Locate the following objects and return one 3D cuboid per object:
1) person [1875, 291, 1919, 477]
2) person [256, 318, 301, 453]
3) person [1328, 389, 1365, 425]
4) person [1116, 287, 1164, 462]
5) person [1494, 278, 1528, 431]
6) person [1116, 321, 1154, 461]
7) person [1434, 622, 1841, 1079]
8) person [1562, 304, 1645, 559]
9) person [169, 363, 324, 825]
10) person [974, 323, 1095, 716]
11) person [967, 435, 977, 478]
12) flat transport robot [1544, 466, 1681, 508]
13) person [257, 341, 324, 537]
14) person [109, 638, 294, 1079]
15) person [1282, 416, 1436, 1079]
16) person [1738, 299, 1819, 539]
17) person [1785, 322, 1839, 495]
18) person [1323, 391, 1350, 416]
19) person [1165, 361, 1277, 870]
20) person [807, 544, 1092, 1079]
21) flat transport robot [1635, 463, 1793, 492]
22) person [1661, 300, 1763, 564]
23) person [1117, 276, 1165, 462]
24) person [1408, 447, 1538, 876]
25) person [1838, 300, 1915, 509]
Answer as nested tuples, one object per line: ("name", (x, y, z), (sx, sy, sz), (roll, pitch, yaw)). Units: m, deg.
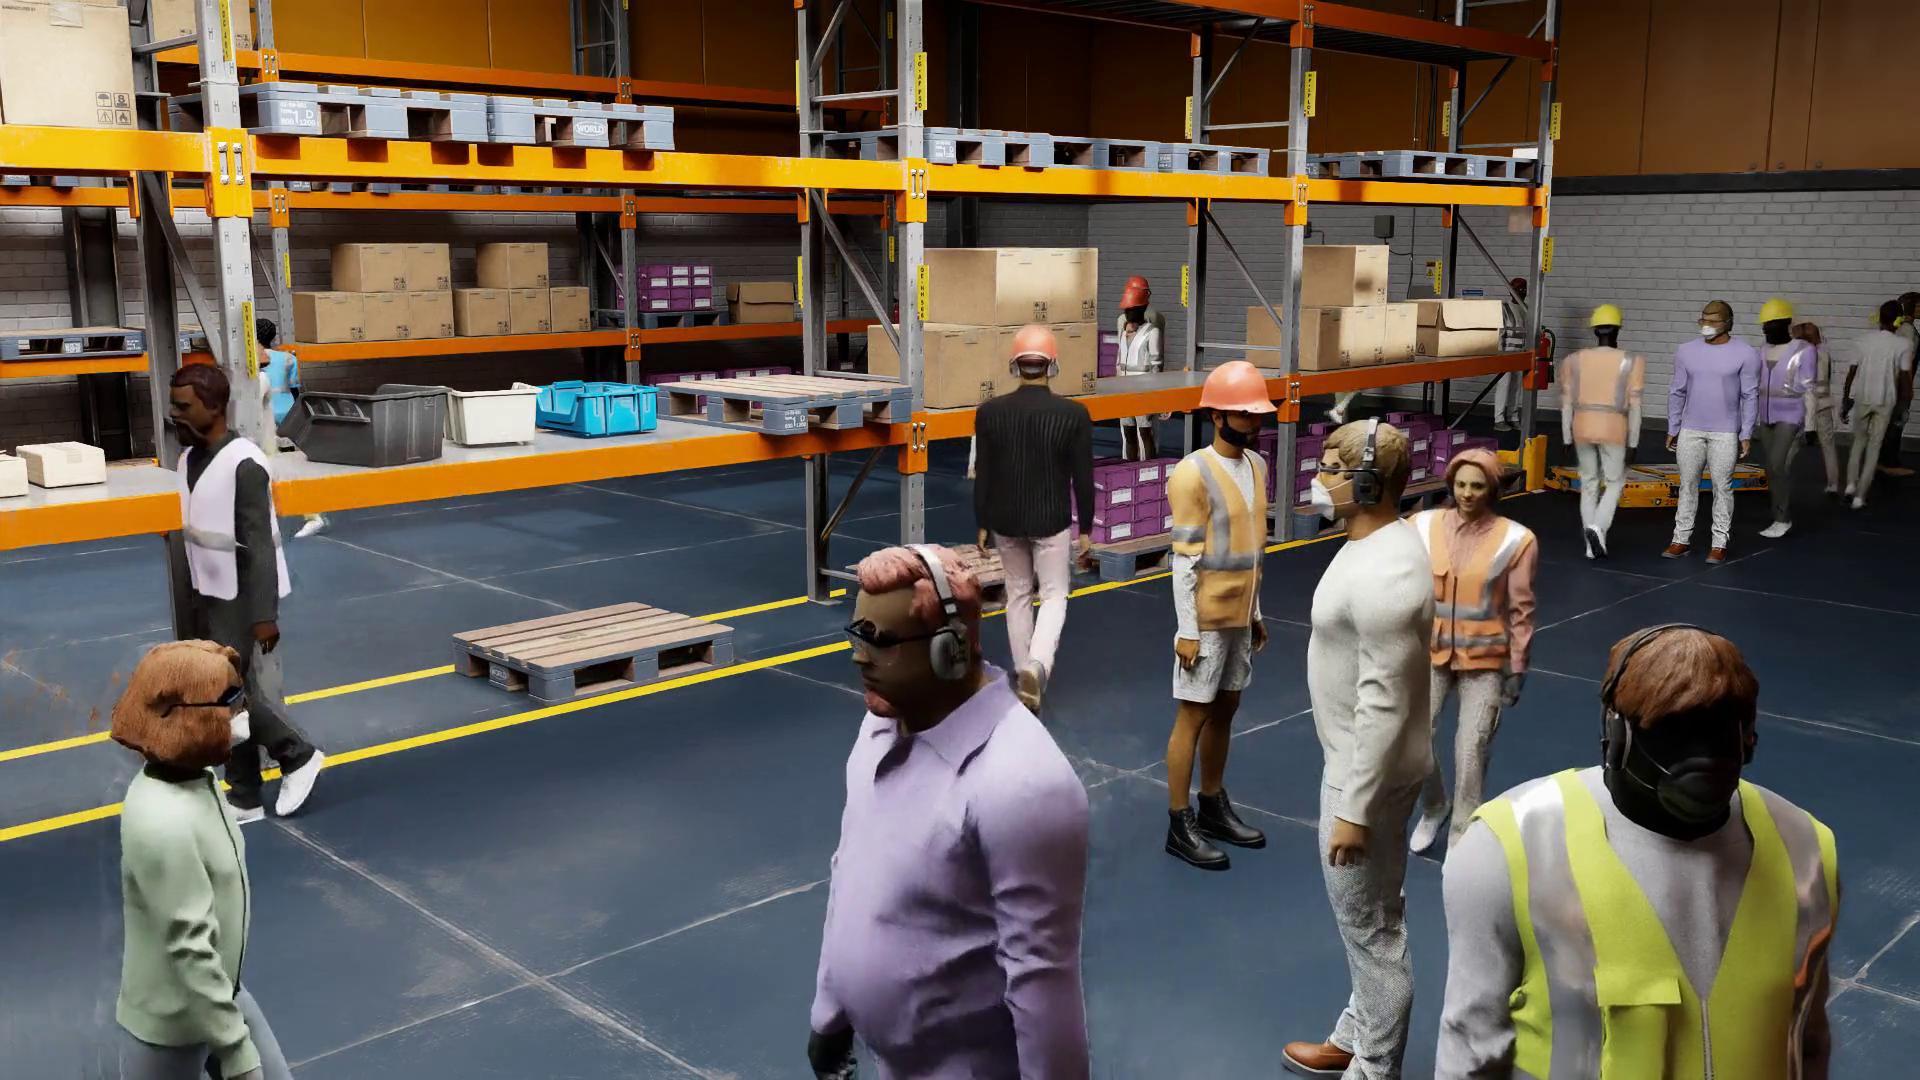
("person", (9.460, -1.566, 16.718), (0.351, 1.847, 0.507), (3, 11, 14))
("person", (-5.997, -1.077, 14.472), (0.534, 1.694, 0.321), (-7, 13, -34))
("person", (4.710, -2.217, 20.231), (0.477, 1.856, 0.545), (-7, 13, -34))
("person", (1.621, -1.374, 15.425), (0.377, 1.932, 0.552), (-8, 13, -35))
("person", (6.841, -2.286, 20.536), (0.585, 1.882, 0.344), (-6, 12, -31))
("person", (1.640, -1.242, 15.507), (0.314, 1.642, 0.515), (-7, 13, -34))
("person", (1.041, 1.030, 2.573), (0.619, 1.845, 0.430), (0, 10, -3))
("person", (4.690, -0.773, 12.226), (0.584, 1.908, 0.562), (7, 12, 33))
("person", (-2.935, 0.242, 6.695), (0.623, 1.903, 0.451), (10, 14, 42))
("person", (0.357, -0.088, 8.317), (0.625, 1.973, 0.781), (3, 11, 14))
("person", (0.459, -1.498, 16.458), (0.863, 1.805, 0.636), (0, 10, -1))
("flat transport robot", (5.994, -0.502, 15.213), (0.652, 0.197, 1.431), (-2, 11, -8))
("person", (-5.514, -0.793, 13.184), (0.818, 1.595, 0.498), (-5, 12, -26))
("person", (-1.555, 0.988, 3.493), (0.863, 1.585, 0.525), (-3, 11, -14))
("person", (1.077, 0.635, 4.461), (0.370, 1.940, 0.627), (2, 11, 13))
("person", (6.479, -0.953, 13.217), (0.559, 1.899, 0.605), (-3, 11, -18))
("person", (7.966, -1.235, 15.592), (0.615, 1.596, 0.755), (-5, 11, -25))
("person", (5.087, -2.579, 22.255), (0.429, 1.843, 0.632), (5, 11, 25))
("person", (1.023, 0.279, 6.402), (0.379, 1.938, 0.547), (9, 14, 41))
("person", (-0.139, 0.937, 2.970), (0.839, 1.872, 0.683), (-5, 11, -23))
("flat transport robot", (6.975, -0.579, 15.629), (1.431, 0.197, 0.652), (-2, 11, -8))
("person", (5.521, -0.793, 12.249), (0.635, 1.936, 0.352), (10, 14, 42))
("person", (1.822, -1.699, 17.041), (0.623, 1.989, 0.399), (-7, 13, -35))
("person", (1.864, 0.462, 6.214), (0.524, 1.626, 0.369), (6, 12, 30))
("person", (8.065, -1.186, 14.644), (0.537, 1.842, 0.426), (9, 13, 39))
